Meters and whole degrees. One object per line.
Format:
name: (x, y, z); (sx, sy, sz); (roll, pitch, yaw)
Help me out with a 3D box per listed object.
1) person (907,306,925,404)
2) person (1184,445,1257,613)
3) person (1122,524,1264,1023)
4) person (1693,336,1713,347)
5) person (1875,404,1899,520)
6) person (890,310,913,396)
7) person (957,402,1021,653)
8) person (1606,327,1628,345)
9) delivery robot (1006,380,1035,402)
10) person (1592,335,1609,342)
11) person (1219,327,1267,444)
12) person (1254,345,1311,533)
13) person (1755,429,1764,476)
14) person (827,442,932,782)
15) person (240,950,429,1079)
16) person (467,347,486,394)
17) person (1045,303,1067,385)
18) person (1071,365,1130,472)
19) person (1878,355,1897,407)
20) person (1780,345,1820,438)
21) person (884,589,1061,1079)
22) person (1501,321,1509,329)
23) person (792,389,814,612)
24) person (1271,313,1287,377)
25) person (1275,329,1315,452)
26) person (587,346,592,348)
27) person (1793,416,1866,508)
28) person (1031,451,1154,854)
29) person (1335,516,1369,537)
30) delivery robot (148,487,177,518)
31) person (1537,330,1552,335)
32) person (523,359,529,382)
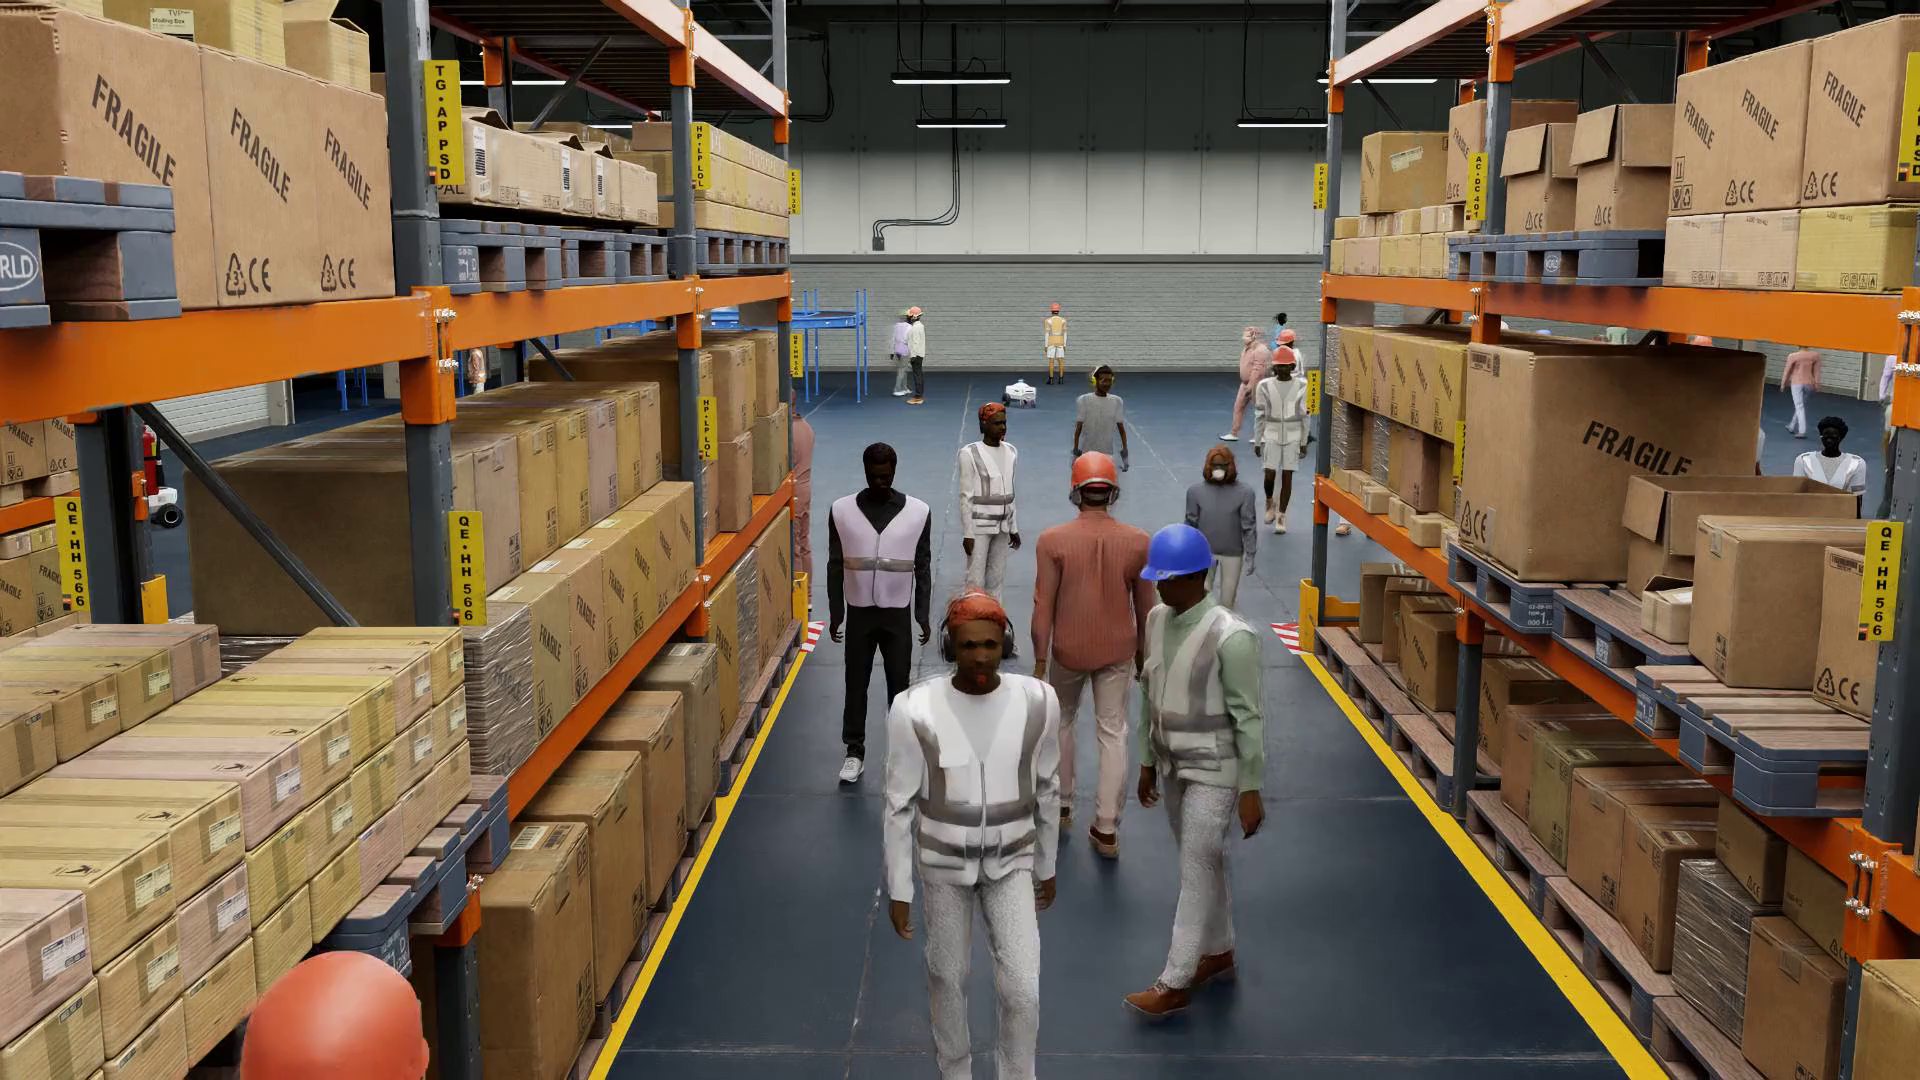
person: (-0.907, -3.828, 34.412); (0.375, 1.995, 0.611); (1, 10, 7)
person: (1.835, 0.140, 11.814); (0.524, 1.601, 0.745); (2, 10, 12)
person: (0.899, 0.882, 6.465); (0.546, 1.939, 0.635); (-5, 11, -28)
person: (10.273, -1.874, 23.009); (0.576, 1.889, 0.959); (-8, 12, -38)
person: (9.353, -0.738, 16.463); (0.868, 1.816, 0.515); (-8, 12, -40)
person: (-1.166, -4.081, 36.310); (0.794, 1.861, 0.650); (-9, 13, -42)
person: (0.221, -0.075, 12.267); (0.356, 1.883, 0.573); (9, 13, 44)
person: (15.743, -4.567, 39.919); (0.507, 1.633, 0.276); (1, 10, 7)
delivery robot: (1.225, -2.993, 33.564); (0.477, 0.478, 0.707); (-5, 11, -28)
person: (9.482, -2.140, 24.791); (0.449, 1.829, 0.656); (-2, 10, -10)
person: (4.574, -2.472, 26.658); (0.865, 1.869, 0.645); (-4, 10, -21)
person: (3.480, -1.090, 17.949); (0.603, 2.021, 0.526); (2, 10, 13)
person: (6.405, -0.312, 13.816); (0.588, 1.852, 0.666); (-2, 10, -11)
person: (-0.451, 0.398, 9.345); (0.588, 1.914, 0.392); (0, 9, -2)
person: (-0.840, 1.521, 2.448); (0.662, 1.961, 0.855); (1, 9, 4)
person: (-8.419, -2.744, 28.981); (0.307, 1.641, 0.511); (-2, 10, -11)
person: (2.279, -4.691, 39.741); (0.545, 1.943, 0.347); (-2, 10, -12)
person: (1.476, -0.869, 17.122); (0.577, 1.843, 0.704); (-3, 10, -16)
person: (13.967, -2.123, 24.598); (0.669, 1.857, 0.975); (8, 13, 41)
person: (13.947, -2.578, 27.696); (0.551, 1.721, 0.868); (-1, 9, -3)
person: (0.058, 1.093, 5.343); (0.594, 1.856, 0.745); (-1, 10, -8)
person: (11.650, -4.114, 36.378); (0.641, 1.913, 0.407); (2, 10, 13)
person: (-1.424, -0.307, 13.598); (0.399, 1.904, 0.644); (3, 10, 15)
person: (7.796, -4.675, 40.400); (0.375, 1.680, 0.564); (4, 10, 22)
person: (5.122, -2.290, 25.522); (0.644, 1.886, 0.597); (1, 10, 6)
person: (-4.810, -1.620, 21.735); (0.538, 1.821, 1.015); (1, 10, 6)
person: (6.861, -0.138, 13.197); (0.540, 1.695, 0.317); (5, 11, 27)
person: (0.646, 0.529, 8.395); (0.665, 1.958, 0.855); (-2, 10, -9)
person: (4.291, -0.961, 17.698); (0.622, 1.845, 0.429); (5, 11, 26)
delivery robot: (-8.998, -0.436, 18.247); (0.707, 0.478, 0.477); (-9, 13, -42)
person: (8.445, -2.116, 24.379); (0.467, 1.924, 0.610); (0, 9, -1)
person: (-4.402, -0.887, 17.020); (0.649, 1.918, 0.457); (0, 9, -1)
